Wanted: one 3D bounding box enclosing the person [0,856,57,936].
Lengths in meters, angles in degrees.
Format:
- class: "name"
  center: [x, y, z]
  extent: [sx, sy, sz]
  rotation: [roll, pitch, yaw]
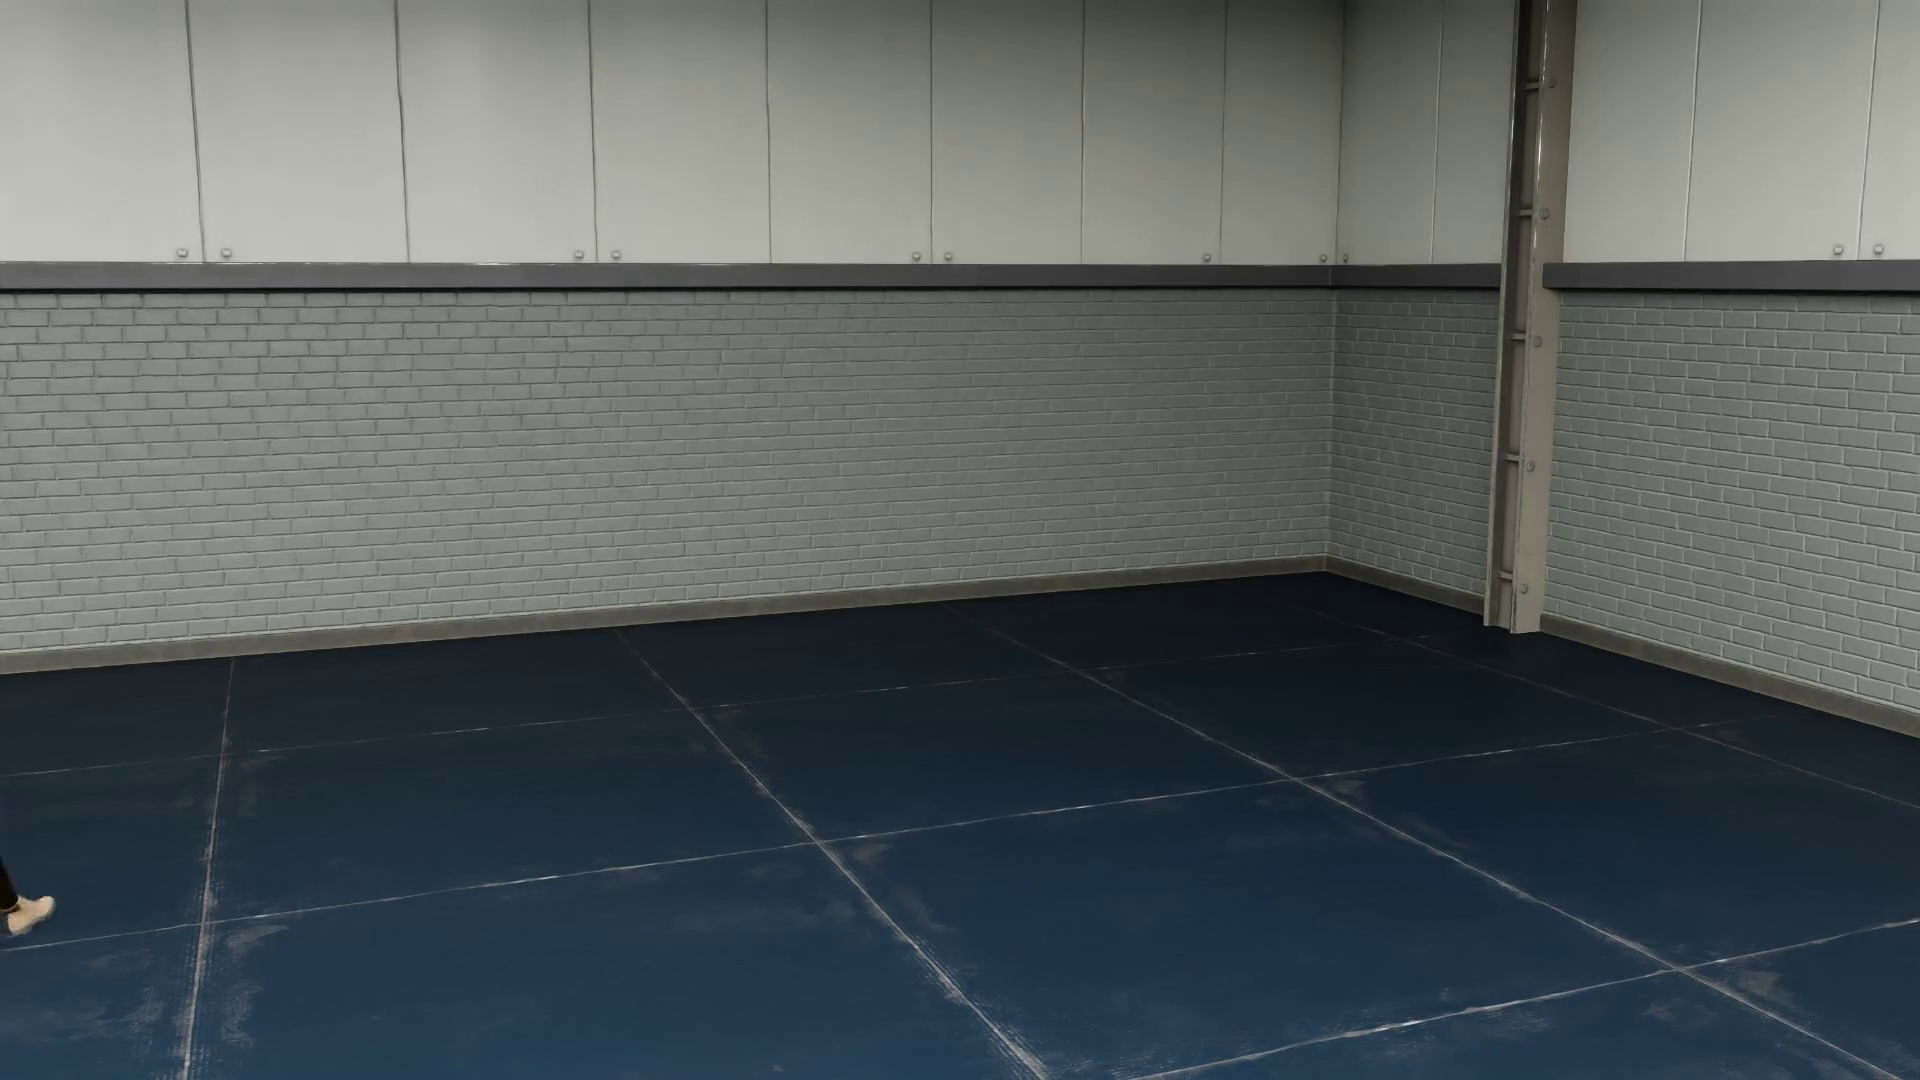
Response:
- class: "person"
  center: [-4.499, 1.051, 7.324]
  extent: [0.545, 1.647, 0.897]
  rotation: [3, 10, 19]
